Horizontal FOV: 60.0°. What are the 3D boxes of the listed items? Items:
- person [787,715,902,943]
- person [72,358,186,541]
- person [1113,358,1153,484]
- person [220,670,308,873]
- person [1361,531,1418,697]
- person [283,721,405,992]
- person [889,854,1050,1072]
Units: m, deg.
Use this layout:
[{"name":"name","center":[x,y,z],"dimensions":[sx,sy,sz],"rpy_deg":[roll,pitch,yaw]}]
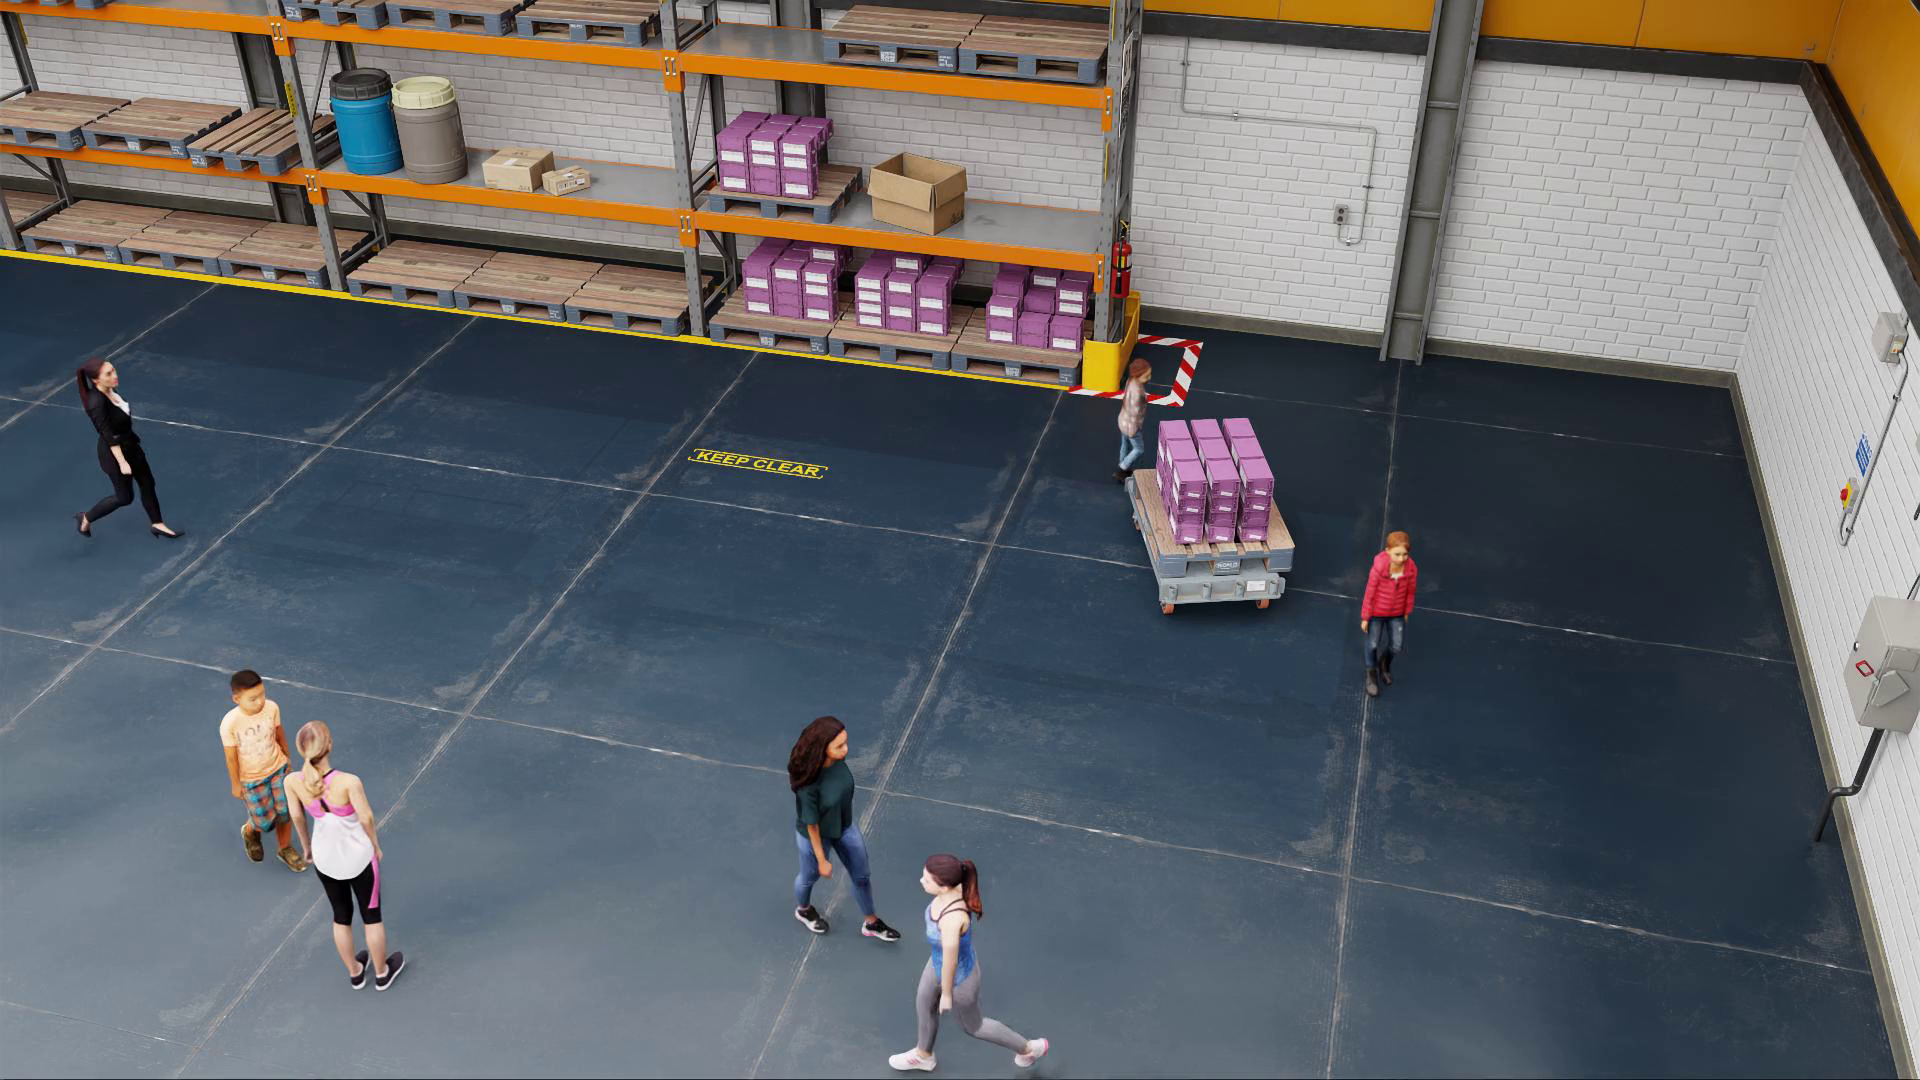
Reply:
[{"name":"person","center":[-0.837,1.629,9.432],"dimensions":[0.981,1.590,0.784],"rpy_deg":[22,39,29]},{"name":"person","center":[-6.549,-0.637,12.799],"dimensions":[1.044,1.636,0.847],"rpy_deg":[-7,34,-10]},{"name":"person","center":[1.367,-0.977,13.724],"dimensions":[0.584,1.179,0.570],"rpy_deg":[-4,34,-6]},{"name":"person","center":[-4.219,1.362,9.959],"dimensions":[0.763,1.450,0.681],"rpy_deg":[29,43,36]},{"name":"person","center":[2.912,0.463,11.440],"dimensions":[0.541,1.309,0.632],"rpy_deg":[0,34,0]},{"name":"person","center":[-3.366,1.749,9.080],"dimensions":[0.551,1.780,0.699],"rpy_deg":[2,34,3]},{"name":"person","center":[0.059,2.225,8.550],"dimensions":[1.136,1.573,0.792],"rpy_deg":[-2,34,-2]}]
